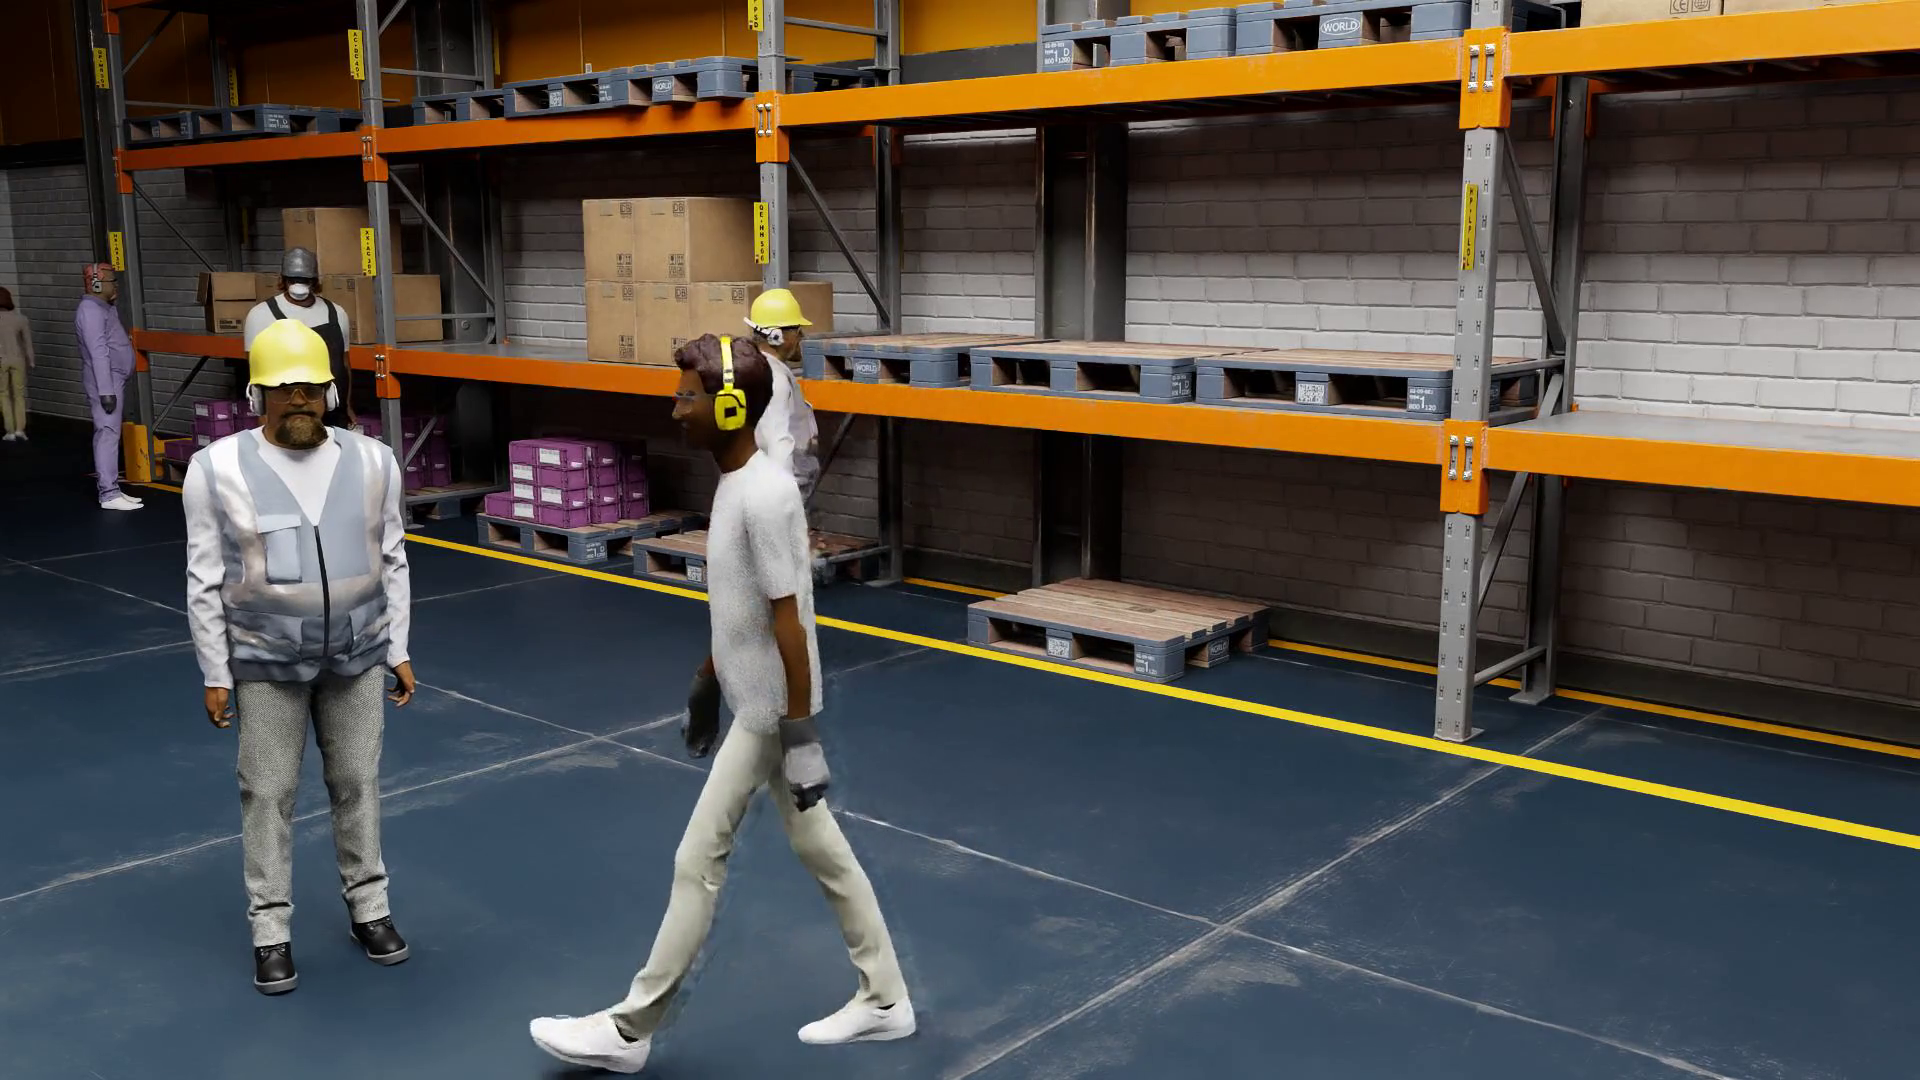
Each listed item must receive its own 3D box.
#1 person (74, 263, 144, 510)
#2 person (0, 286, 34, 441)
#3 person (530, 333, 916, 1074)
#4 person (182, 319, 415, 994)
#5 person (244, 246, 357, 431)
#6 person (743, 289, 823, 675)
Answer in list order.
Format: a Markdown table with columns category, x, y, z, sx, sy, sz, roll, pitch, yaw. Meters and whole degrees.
| category | x | y | z | sx | sy | sz | roll | pitch | yaw |
| --- | --- | --- | --- | --- | --- | --- | --- | --- | --- |
| person | -6.604 | -1.185 | 12.913 | 0.409 | 1.908 | 0.647 | -5 | 11 | -27 |
| person | -9.960 | -1.832 | 17.398 | 0.514 | 1.626 | 0.454 | -9 | 13 | -41 |
| person | -0.560 | 0.414 | 4.066 | 0.985 | 1.814 | 0.543 | -1 | 10 | -8 |
| person | -1.797 | 0.312 | 4.596 | 0.590 | 1.833 | 0.404 | -7 | 12 | -36 |
| person | -4.253 | -0.895 | 10.877 | 0.684 | 2.000 | 0.536 | -9 | 14 | -43 |
| person | -0.864 | -0.258 | 7.840 | 0.404 | 1.834 | 0.591 | -3 | 10 | -16 |
